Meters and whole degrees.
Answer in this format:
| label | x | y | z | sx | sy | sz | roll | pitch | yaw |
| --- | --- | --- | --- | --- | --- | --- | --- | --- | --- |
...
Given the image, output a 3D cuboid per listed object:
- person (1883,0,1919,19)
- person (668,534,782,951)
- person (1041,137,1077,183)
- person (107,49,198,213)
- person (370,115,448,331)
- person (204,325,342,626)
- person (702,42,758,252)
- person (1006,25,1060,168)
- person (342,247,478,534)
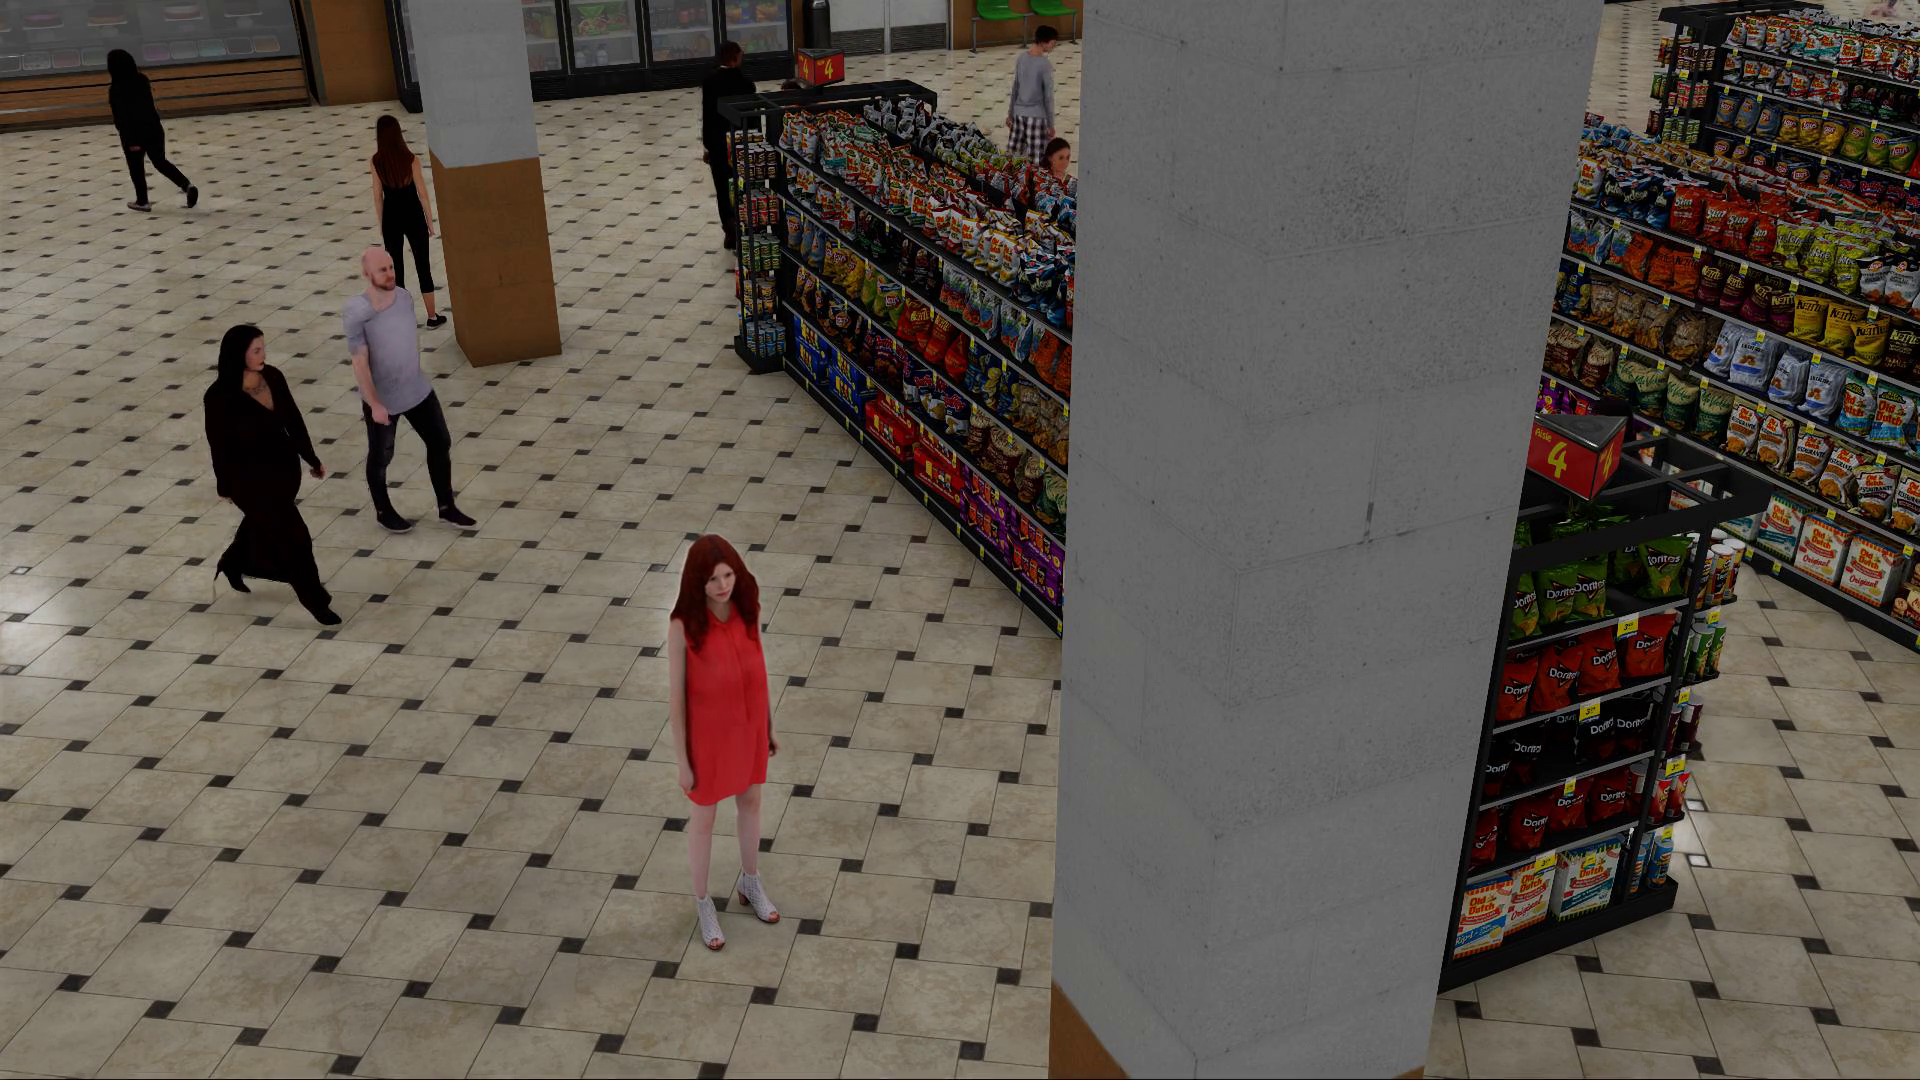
| label | x | y | z | sx | sy | sz | roll | pitch | yaw |
| --- | --- | --- | --- | --- | --- | --- | --- | --- | --- |
| person | 15.173 | -9.122 | 26.491 | 0.726 | 1.571 | 1.052 | -23 | 35 | -37 |
| person | -0.938 | 0.801 | 6.639 | 0.649 | 1.827 | 0.577 | -19 | 32 | -33 |
| person | 0.660 | -2.293 | 12.908 | 0.629 | 1.675 | 0.666 | -13 | 30 | -24 |
| person | -7.978 | -3.997 | 16.358 | 1.107 | 1.594 | 1.041 | 9 | 28 | 18 |
| person | -4.466 | -2.535 | 13.330 | 0.643 | 1.726 | 0.623 | -2 | 27 | -3 |
| person | -3.860 | -0.336 | 9.009 | 1.162 | 1.712 | 1.120 | 8 | 28 | 15 |
| person | -2.102 | -3.533 | 15.121 | 1.031 | 1.886 | 1.135 | 3 | 27 | 6 |
| person | 0.647 | -4.133 | 16.395 | 0.758 | 1.804 | 0.975 | 14 | 30 | 26 |
| person | -3.467 | -0.894 | 10.000 | 1.053 | 1.811 | 0.968 | 16 | 31 | 29 |
